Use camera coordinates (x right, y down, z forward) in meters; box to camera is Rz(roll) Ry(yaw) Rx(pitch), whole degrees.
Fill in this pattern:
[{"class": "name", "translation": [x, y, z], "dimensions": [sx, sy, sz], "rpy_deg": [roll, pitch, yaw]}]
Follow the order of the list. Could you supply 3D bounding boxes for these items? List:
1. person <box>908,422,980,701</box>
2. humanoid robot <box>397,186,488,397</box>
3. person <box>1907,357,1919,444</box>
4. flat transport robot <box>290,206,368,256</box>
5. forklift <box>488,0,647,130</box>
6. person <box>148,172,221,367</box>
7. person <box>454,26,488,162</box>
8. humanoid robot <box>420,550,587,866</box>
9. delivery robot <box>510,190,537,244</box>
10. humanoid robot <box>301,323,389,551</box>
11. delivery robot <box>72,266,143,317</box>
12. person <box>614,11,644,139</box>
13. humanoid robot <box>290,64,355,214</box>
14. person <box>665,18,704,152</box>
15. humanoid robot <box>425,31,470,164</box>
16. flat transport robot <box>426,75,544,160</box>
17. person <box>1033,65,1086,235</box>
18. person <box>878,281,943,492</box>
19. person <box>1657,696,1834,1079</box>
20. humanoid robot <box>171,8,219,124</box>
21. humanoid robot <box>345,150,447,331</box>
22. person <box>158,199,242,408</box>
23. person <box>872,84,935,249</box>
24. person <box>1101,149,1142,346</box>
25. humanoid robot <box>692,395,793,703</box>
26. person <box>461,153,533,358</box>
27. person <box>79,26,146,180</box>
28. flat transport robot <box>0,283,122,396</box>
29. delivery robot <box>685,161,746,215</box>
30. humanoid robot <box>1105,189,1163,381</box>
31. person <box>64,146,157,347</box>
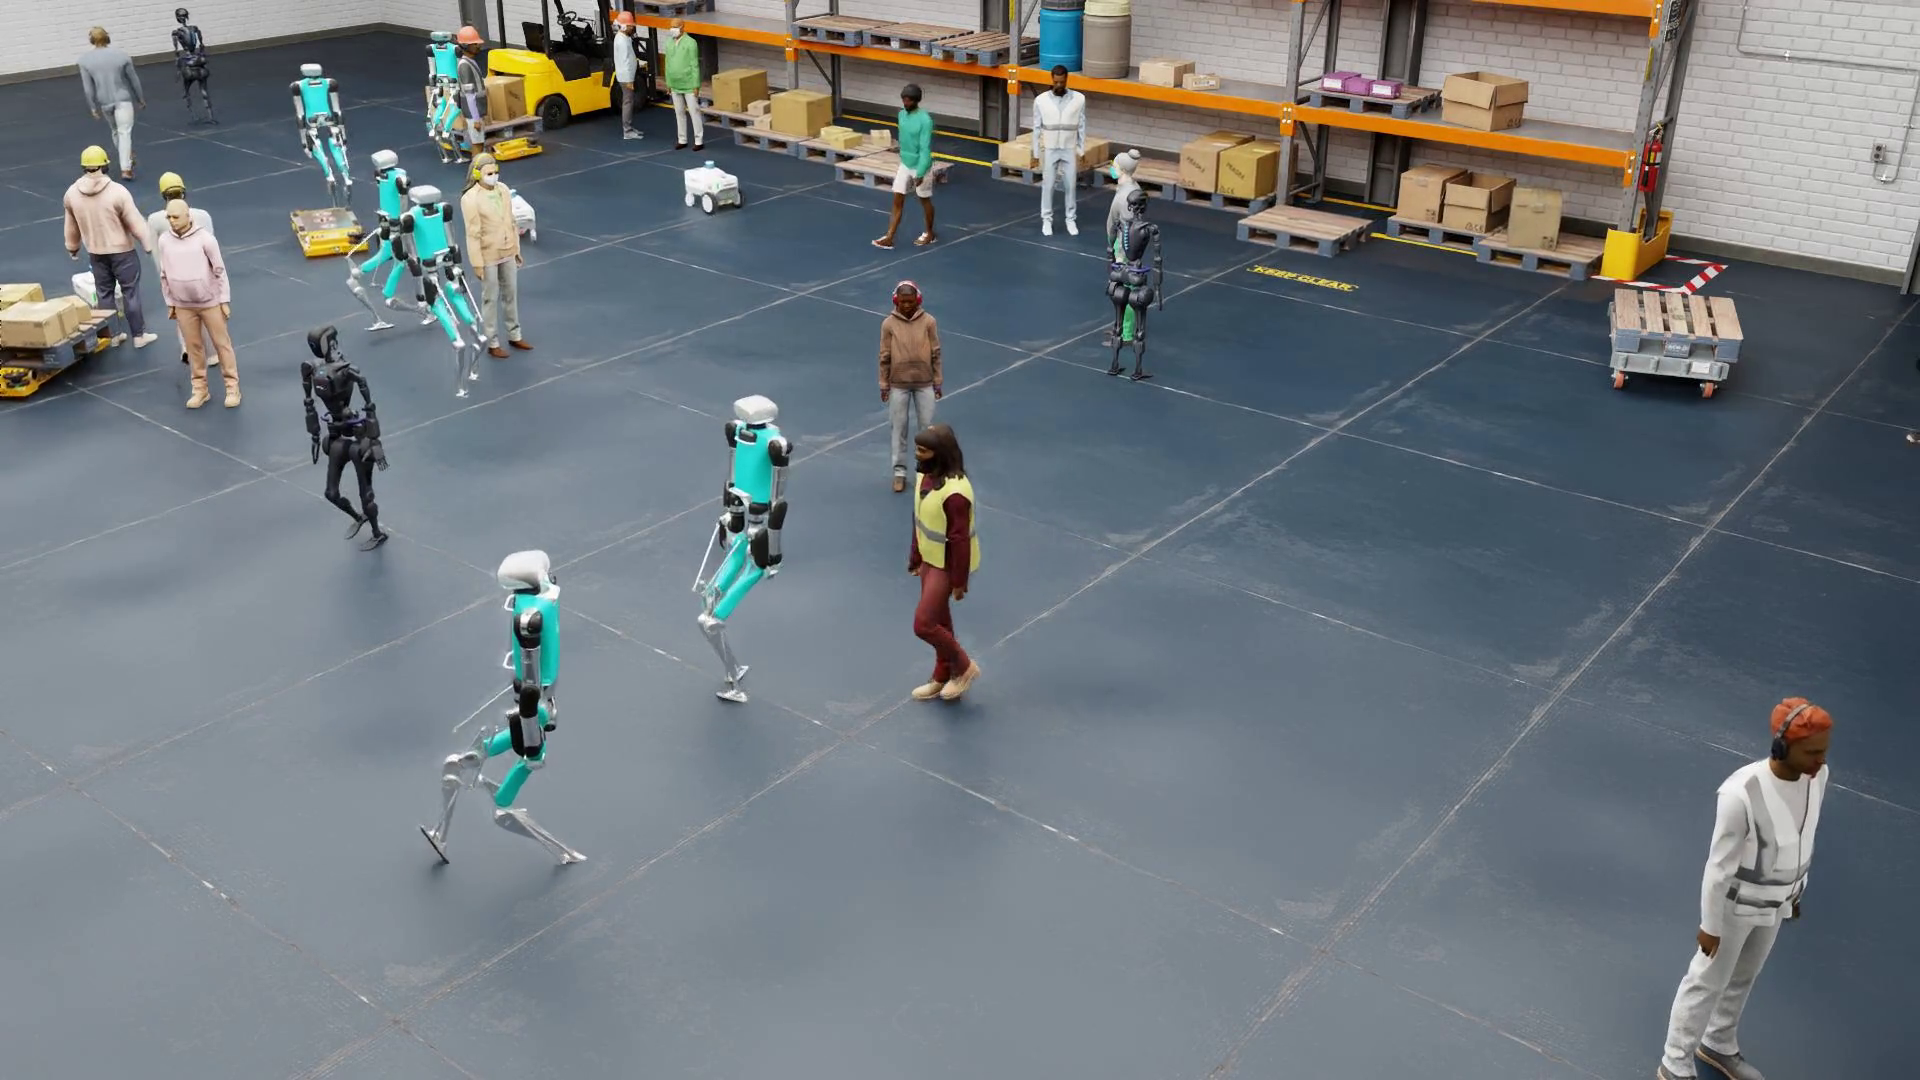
[{"class": "person", "translation": [-0.123, 0.147, 9.553], "dimensions": [0.445, 1.756, 0.483], "rpy_deg": [-10, 28, -20]}, {"class": "humanoid robot", "translation": [-4.309, -2.101, 14.299], "dimensions": [0.797, 1.808, 0.530], "rpy_deg": [16, 30, 29]}, {"class": "person", "translation": [7.854, -1.669, 13.088], "dimensions": [0.425, 1.952, 0.645], "rpy_deg": [8, 27, 15]}, {"class": "flat transport robot", "translation": [-7.155, -3.502, 18.823], "dimensions": [0.659, 0.231, 1.431], "rpy_deg": [-12, 28, -23]}, {"class": "forklift", "translation": [-5.874, -7.334, 24.552], "dimensions": [1.214, 2.155, 2.313], "rpy_deg": [19, 32, 34]}, {"class": "person", "translation": [-6.853, -2.393, 14.822], "dimensions": [0.543, 1.752, 0.388], "rpy_deg": [-5, 26, -11]}, {"class": "person", "translation": [-5.917, -5.239, 20.385], "dimensions": [0.369, 2.044, 0.606], "rpy_deg": [-6, 26, -12]}, {"class": "humanoid robot", "translation": [-2.354, 0.886, 8.088], "dimensions": [0.967, 1.772, 0.538], "rpy_deg": [-2, 26, -4]}, {"class": "delivery robot", "translation": [-5.054, -3.666, 18.831], "dimensions": [0.499, 0.592, 0.791], "rpy_deg": [-12, 28, -24]}, {"class": "humanoid robot", "translation": [-4.181, -0.705, 11.417], "dimensions": [0.603, 1.646, 0.347], "rpy_deg": [9, 27, 17]}, {"class": "delivery robot", "translation": [-8.318, -2.364, 16.145], "dimensions": [0.499, 0.602, 0.795], "rpy_deg": [-21, 33, -36]}, {"class": "person", "translation": [-4.670, -6.543, 23.429], "dimensions": [0.351, 1.740, 0.571], "rpy_deg": [-6, 26, -12]}, {"class": "humanoid robot", "translation": [-7.391, -4.613, 19.454], "dimensions": [0.535, 1.783, 0.759], "rpy_deg": [-16, 30, -30]}, {"class": "person", "translation": [-3.776, -6.218, 22.725], "dimensions": [0.547, 1.779, 0.383], "rpy_deg": [12, 28, 24]}, {"class": "humanoid robot", "translation": [-6.712, -5.698, 21.535], "dimensions": [0.533, 1.673, 0.735], "rpy_deg": [6, 26, 13]}, {"class": "flat transport robot", "translation": [-6.486, -5.454, 22.866], "dimensions": [1.431, 0.231, 0.659], "rpy_deg": [18, 31, 33]}, {"class": "person", "translation": [1.121, -4.417, 18.839], "dimensions": [0.599, 1.904, 0.394], "rpy_deg": [-2, 26, -3]}, {"class": "person", "translation": [-0.368, -1.147, 12.363], "dimensions": [0.479, 1.640, 0.338], "rpy_deg": [-2, 26, -5]}, {"class": "person", "translation": [3.183, 1.461, 6.691], "dimensions": [0.571, 1.881, 0.349], "rpy_deg": [-14, 29, -27]}, {"class": "humanoid robot", "translation": [-11.205, -6.914, 24.274], "dimensions": [0.463, 1.643, 0.585], "rpy_deg": [10, 27, 19]}, {"class": "humanoid robot", "translation": [-5.379, -2.728, 15.511], "dimensions": [0.990, 1.736, 0.545], "rpy_deg": [-22, 34, -38]}, {"class": "person", "translation": [-6.373, -1.981, 13.930], "dimensions": [0.535, 1.781, 0.400], "rpy_deg": [-1, 26, -3]}, {"class": "person", "translation": [-0.567, -4.056, 18.201], "dimensions": [0.511, 1.800, 0.958], "rpy_deg": [20, 32, 36]}, {"class": "person", "translation": [1.506, -2.695, 15.349], "dimensions": [0.348, 1.839, 0.513], "rpy_deg": [5, 26, 11]}, {"class": "humanoid robot", "translation": [-1.370, 0.096, 9.711], "dimensions": [0.849, 1.788, 0.570], "rpy_deg": [-22, 33, -38]}, {"class": "person", "translation": [-4.234, -2.585, 15.096], "dimensions": [0.393, 1.869, 0.564], "rpy_deg": [16, 30, 29]}, {"class": "person", "translation": [-10.846, -5.607, 21.332], "dimensions": [0.639, 1.887, 1.049], "rpy_deg": [-4, 26, -9]}, {"class": "flat transport robot", "translation": [-8.324, -1.618, 14.922], "dimensions": [0.659, 0.231, 1.431], "rpy_deg": [2, 26, 4]}, {"class": "delivery robot", "translation": [-2.985, -4.254, 20.052], "dimensions": [0.499, 0.594, 0.782], "rpy_deg": [-23, 34, -39]}, {"class": "humanoid robot", "translation": [1.508, -2.249, 14.592], "dimensions": [0.599, 1.657, 0.315], "rpy_deg": [20, 32, 36]}, {"class": "person", "translation": [-7.806, -2.670, 15.280], "dimensions": [0.814, 1.856, 0.436], "rpy_deg": [0, 26, -1]}]
